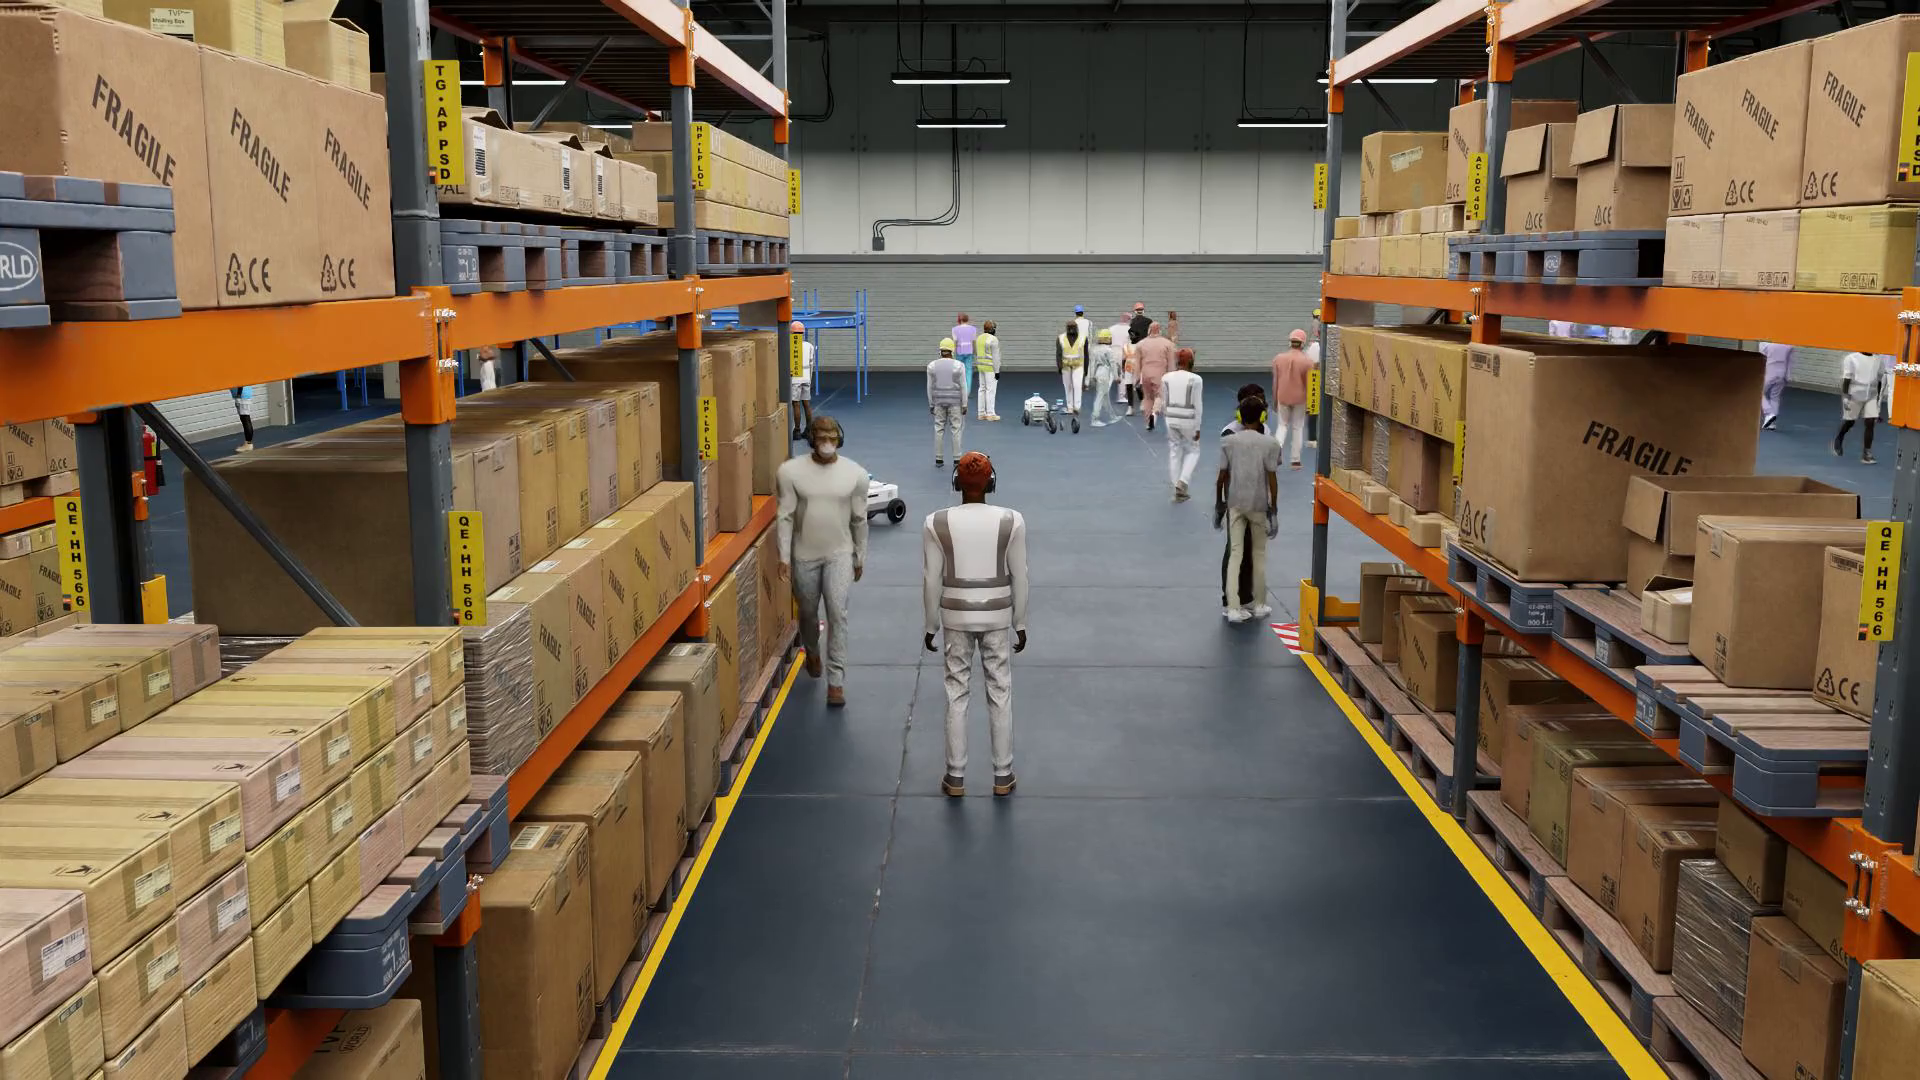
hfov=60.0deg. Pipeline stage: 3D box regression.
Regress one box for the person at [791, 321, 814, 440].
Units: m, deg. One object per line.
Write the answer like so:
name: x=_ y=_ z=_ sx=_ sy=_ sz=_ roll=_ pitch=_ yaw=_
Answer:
person: x=-2.660 y=-2.626 z=27.382 sx=0.354 sy=1.939 sz=0.544 roll=9 pitch=13 yaw=42

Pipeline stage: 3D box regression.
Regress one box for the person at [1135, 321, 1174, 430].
person: x=3.343 y=-2.834 z=28.763 sx=0.669 sy=1.886 sz=0.695 roll=3 pitch=10 yaw=20

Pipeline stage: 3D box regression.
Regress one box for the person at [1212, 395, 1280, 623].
person: x=2.311 y=-0.247 z=13.468 sx=0.567 sy=1.858 sz=0.646 roll=4 pitch=10 yaw=21

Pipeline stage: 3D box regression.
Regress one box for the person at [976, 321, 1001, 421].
person: x=0.540 y=-3.134 z=30.759 sx=0.430 sy=1.836 sz=0.619 roll=-6 pitch=11 yaw=-31

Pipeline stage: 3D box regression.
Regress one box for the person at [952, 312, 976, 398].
person: x=0.059 y=-3.986 z=35.835 sx=0.562 sy=1.825 sz=0.705 roll=-3 pitch=10 yaw=-19

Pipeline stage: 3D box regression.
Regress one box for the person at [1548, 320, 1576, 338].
person: x=13.516 y=-4.341 z=37.452 sx=0.614 sy=2.012 sz=0.890 roll=1 pitch=10 yaw=8

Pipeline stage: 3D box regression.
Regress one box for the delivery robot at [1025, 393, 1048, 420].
delivery robot: x=1.384 y=-2.412 z=30.081 sx=0.477 sy=0.478 sz=0.707 roll=-1 pitch=10 yaw=-5

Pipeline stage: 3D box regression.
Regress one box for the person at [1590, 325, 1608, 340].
person: x=9.987 y=-2.386 z=26.010 sx=0.643 sy=1.912 sz=0.857 roll=-5 pitch=11 yaw=-29

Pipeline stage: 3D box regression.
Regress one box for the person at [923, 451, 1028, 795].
person: x=0.086 y=0.456 z=9.087 sx=0.573 sy=1.883 sz=0.353 roll=0 pitch=9 yaw=0

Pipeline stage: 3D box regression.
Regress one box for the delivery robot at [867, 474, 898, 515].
delivery robot: x=-1.020 y=-0.490 z=18.571 sx=0.477 sy=0.478 sz=0.707 roll=7 pitch=12 yaw=37

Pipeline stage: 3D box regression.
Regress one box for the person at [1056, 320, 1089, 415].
person: x=2.139 y=-3.281 z=31.737 sx=0.622 sy=1.792 sz=0.952 roll=2 pitch=10 yaw=9

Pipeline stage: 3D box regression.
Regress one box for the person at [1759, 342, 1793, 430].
person: x=14.114 y=-2.852 z=28.870 sx=0.644 sy=1.897 sz=0.487 roll=-1 pitch=10 yaw=-8

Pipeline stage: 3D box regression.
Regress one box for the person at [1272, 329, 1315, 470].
person: x=4.668 y=-1.973 z=23.367 sx=0.620 sy=1.969 sz=0.572 roll=5 pitch=11 yaw=28

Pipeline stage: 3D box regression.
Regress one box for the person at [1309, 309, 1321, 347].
person: x=8.799 y=-4.832 z=41.138 sx=0.340 sy=1.757 sz=0.518 roll=1 pitch=10 yaw=7

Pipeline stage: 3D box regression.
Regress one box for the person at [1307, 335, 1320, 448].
person: x=5.767 y=-2.429 z=26.022 sx=0.690 sy=2.000 sz=0.696 roll=-8 pitch=12 yaw=-39

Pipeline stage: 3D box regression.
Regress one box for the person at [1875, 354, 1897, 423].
person: x=16.867 y=-3.097 z=30.203 sx=0.379 sy=1.940 sz=0.629 roll=-6 pitch=11 yaw=-34

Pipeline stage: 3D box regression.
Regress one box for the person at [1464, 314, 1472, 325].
person: x=10.622 y=-3.786 z=34.691 sx=0.544 sy=1.818 sz=0.971 roll=4 pitch=10 yaw=25

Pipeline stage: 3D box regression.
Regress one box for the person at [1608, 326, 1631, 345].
person: x=15.270 y=-4.494 z=38.610 sx=0.402 sy=1.920 sz=0.565 roll=-8 pitch=12 yaw=-39

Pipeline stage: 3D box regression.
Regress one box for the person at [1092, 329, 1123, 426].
person: x=2.660 y=-2.891 z=29.658 sx=0.810 sy=1.714 sz=0.497 roll=-5 pitch=11 yaw=-26

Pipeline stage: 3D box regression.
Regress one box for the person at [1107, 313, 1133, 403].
person: x=3.275 y=-3.737 z=34.273 sx=0.704 sy=1.865 sz=0.745 roll=6 pitch=11 yaw=33

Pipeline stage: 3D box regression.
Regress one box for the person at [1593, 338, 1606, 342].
person: x=9.068 y=-2.019 z=24.119 sx=0.549 sy=1.817 sz=0.665 roll=-4 pitch=10 yaw=-21

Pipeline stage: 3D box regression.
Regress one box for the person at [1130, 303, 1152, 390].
person: x=4.092 y=-4.416 z=37.963 sx=0.610 sy=1.986 sz=0.392 roll=-2 pitch=10 yaw=-14

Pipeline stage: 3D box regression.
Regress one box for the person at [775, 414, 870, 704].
person: x=-0.921 y=0.088 z=11.239 sx=0.630 sy=1.907 sz=0.917 roll=-1 pitch=9 yaw=-4

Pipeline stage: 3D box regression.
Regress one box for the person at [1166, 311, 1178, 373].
person: x=5.528 y=-5.141 z=43.338 sx=0.308 sy=1.641 sz=0.511 roll=5 pitch=11 yaw=26

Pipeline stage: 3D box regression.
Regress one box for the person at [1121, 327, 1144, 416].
person: x=3.321 y=-3.215 z=31.675 sx=0.545 sy=1.681 sz=0.401 roll=5 pitch=11 yaw=27

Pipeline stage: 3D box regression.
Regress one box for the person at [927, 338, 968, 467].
person: x=-0.169 y=-1.964 z=23.729 sx=0.589 sy=1.834 sz=0.404 roll=3 pitch=10 yaw=15

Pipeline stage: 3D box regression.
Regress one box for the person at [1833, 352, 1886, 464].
person: x=13.160 y=-2.114 z=24.323 sx=0.612 sy=1.940 sz=0.843 roll=1 pitch=10 yaw=5

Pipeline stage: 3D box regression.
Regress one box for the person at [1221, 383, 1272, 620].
person: x=2.349 y=-0.330 z=13.682 sx=0.390 sy=1.921 sz=0.591 roll=8 pitch=12 yaw=39

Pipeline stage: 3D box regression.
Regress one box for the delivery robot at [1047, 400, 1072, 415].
delivery robot: x=1.719 y=-2.297 z=28.604 sx=0.335 sy=0.223 sz=0.698 roll=-3 pitch=9 yaw=-15

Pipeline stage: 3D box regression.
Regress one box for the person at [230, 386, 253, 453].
person: x=-11.004 y=-2.185 z=25.466 sx=0.318 sy=1.696 sz=0.532 roll=-3 pitch=10 yaw=-17

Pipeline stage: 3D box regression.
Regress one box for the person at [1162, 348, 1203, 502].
person: x=2.728 y=-1.409 z=20.316 sx=0.572 sy=1.868 sz=0.421 roll=7 pitch=12 yaw=35

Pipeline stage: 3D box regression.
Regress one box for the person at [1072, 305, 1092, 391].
person: x=2.722 y=-4.360 z=37.754 sx=0.604 sy=1.942 sz=0.402 roll=-5 pitch=11 yaw=-28

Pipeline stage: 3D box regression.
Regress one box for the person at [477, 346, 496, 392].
person: x=-7.563 y=-2.307 z=26.486 sx=0.890 sy=1.578 sz=0.515 roll=-3 pitch=10 yaw=-20

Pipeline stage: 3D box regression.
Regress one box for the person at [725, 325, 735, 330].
person: x=-4.017 y=-2.870 z=29.255 sx=0.540 sy=1.801 sz=0.866 roll=-1 pitch=10 yaw=-8
